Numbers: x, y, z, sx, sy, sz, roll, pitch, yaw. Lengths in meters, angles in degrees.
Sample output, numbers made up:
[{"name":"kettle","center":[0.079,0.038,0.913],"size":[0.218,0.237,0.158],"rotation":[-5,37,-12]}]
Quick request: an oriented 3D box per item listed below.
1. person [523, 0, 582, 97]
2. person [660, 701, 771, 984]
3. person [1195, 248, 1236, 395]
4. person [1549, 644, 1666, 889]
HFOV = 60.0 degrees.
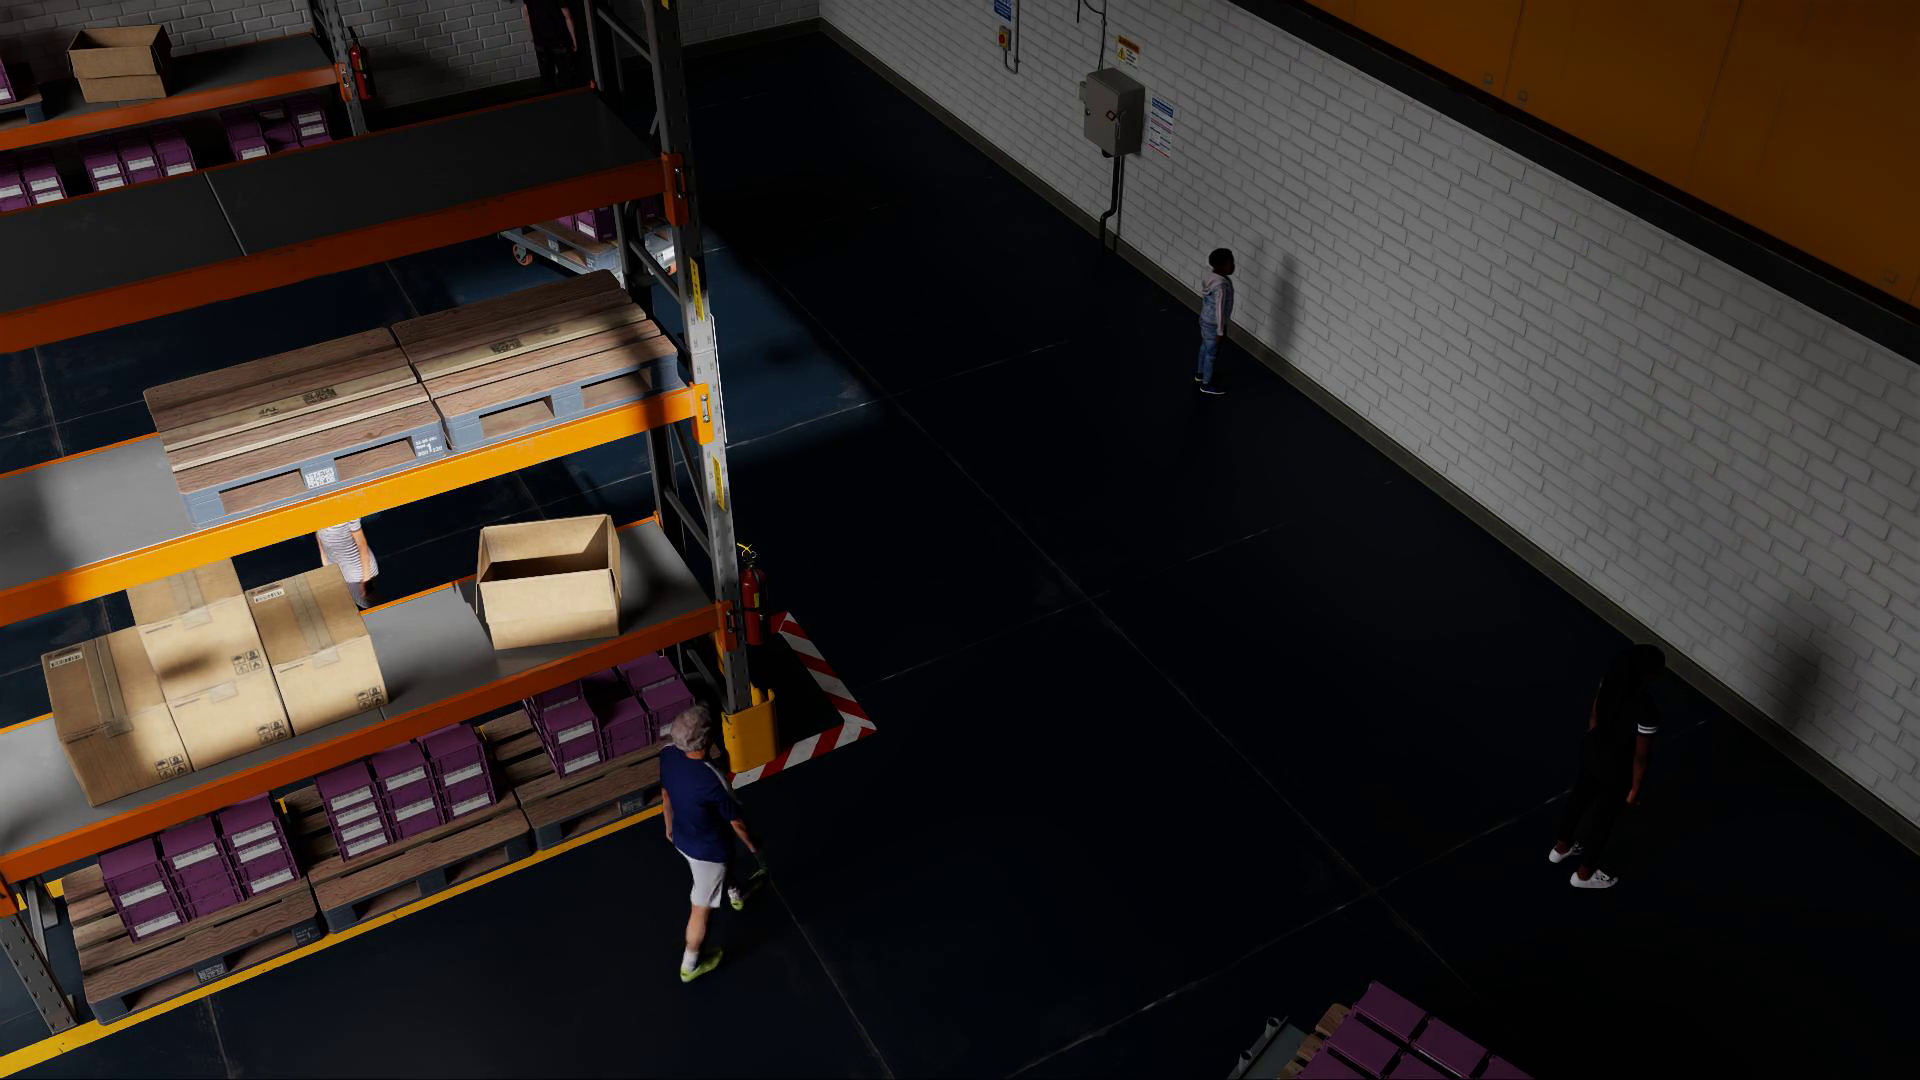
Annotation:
[{"name":"person","center":[-4.207,-5.169,17.177],"size":[0.807,1.846,0.837],"rotation":[13,40,16]},{"name":"person","center":[-1.399,1.628,8.701],"size":[1.101,1.801,0.828],"rotation":[-32,48,-33]},{"name":"person","center":[2.055,-1.789,13.414],"size":[0.587,1.260,0.554],"rotation":[-3,39,-3]},{"name":"person","center":[3.619,1.242,9.244],"size":[0.644,1.728,0.662],"rotation":[-11,40,-13]}]
